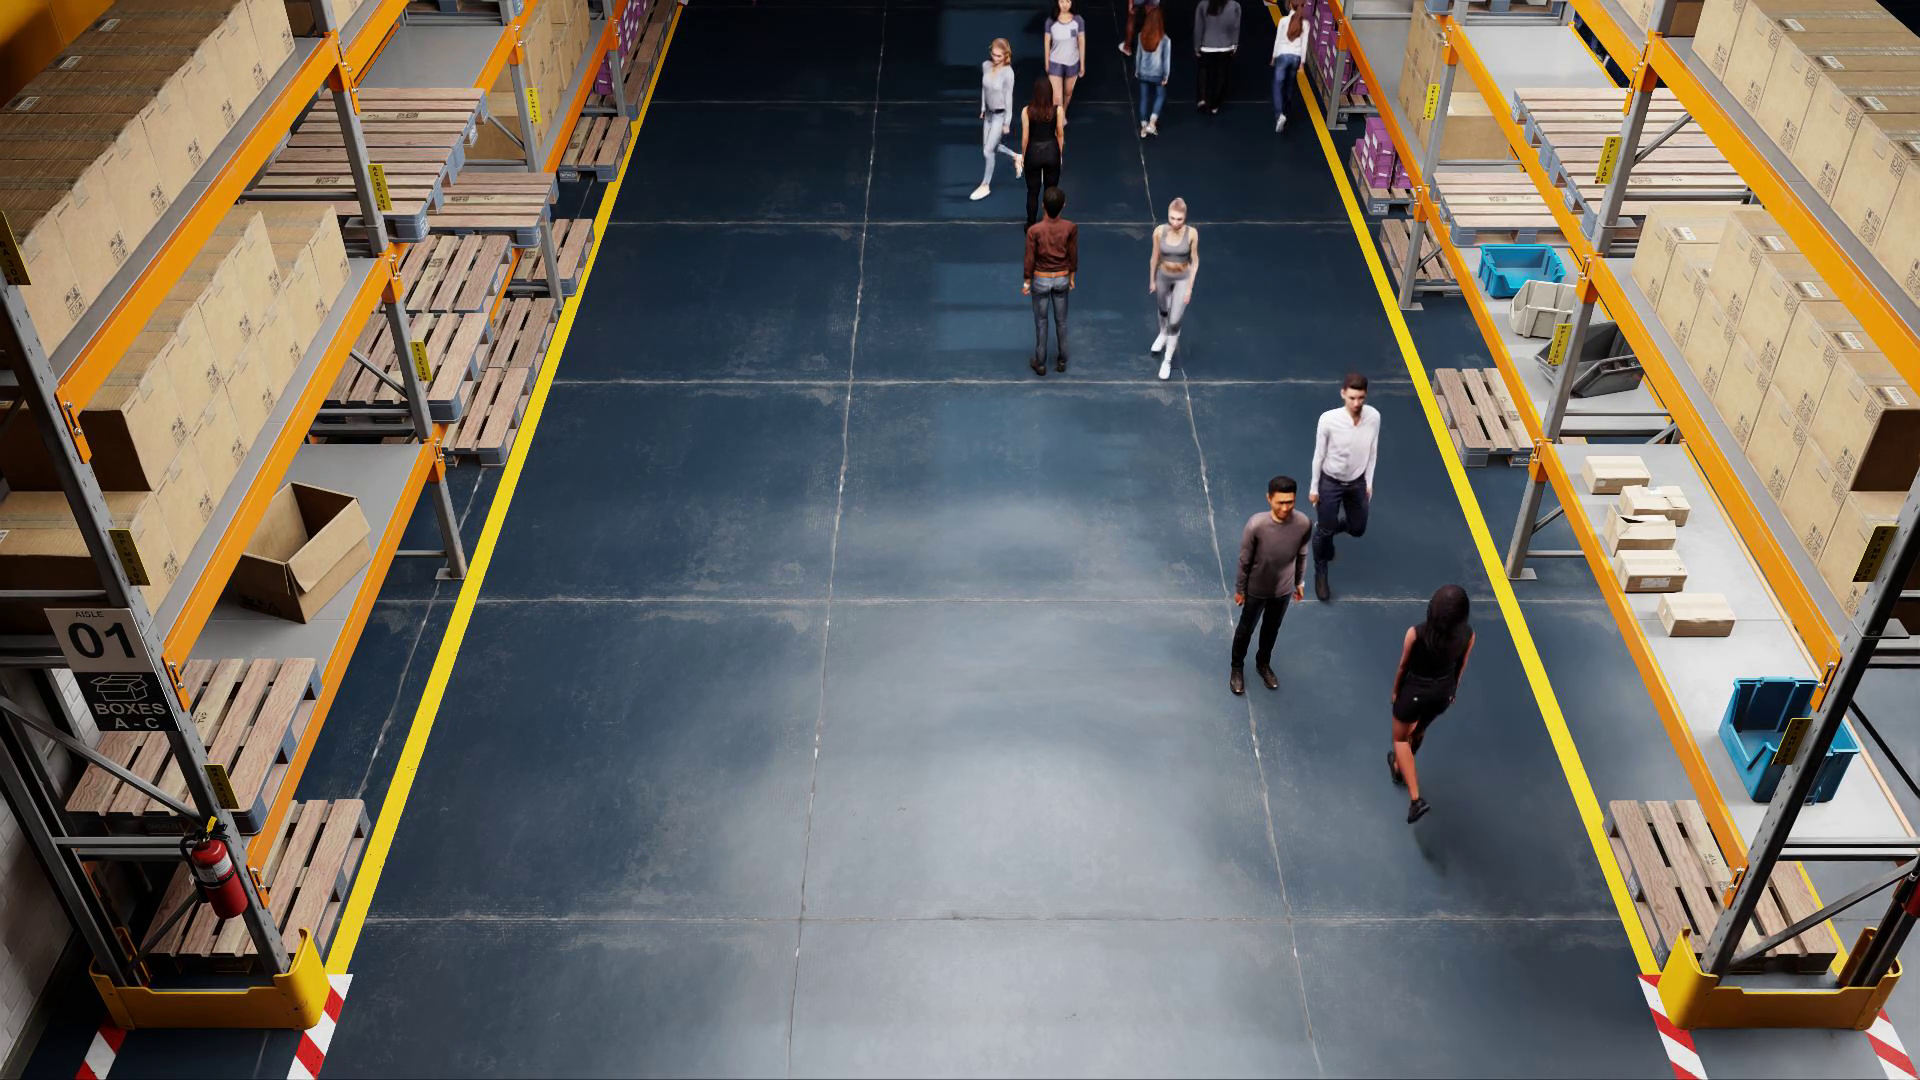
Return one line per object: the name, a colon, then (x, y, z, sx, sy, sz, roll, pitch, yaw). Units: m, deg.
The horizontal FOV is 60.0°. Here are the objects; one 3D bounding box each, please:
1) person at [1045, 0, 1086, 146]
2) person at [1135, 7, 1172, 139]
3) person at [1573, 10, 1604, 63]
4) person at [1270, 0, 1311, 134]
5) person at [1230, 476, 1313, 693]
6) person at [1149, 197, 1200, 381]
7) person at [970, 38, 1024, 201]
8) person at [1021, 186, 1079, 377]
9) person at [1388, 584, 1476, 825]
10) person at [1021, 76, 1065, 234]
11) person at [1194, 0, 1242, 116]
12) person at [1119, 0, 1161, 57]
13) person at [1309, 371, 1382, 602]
person: (1.162, -5.291, 18.418, 0.665, 1.656, 1.134, -3, 39, -4)
person: (2.091, -5.122, 18.357, 0.654, 1.468, 0.674, 15, 41, 18)
person: (7.559, -6.609, 20.117, 0.828, 1.596, 0.906, -23, 44, -26)
person: (3.658, -5.313, 18.542, 0.499, 1.536, 0.997, 1, 39, 1)
person: (2.107, 0.295, 11.335, 0.557, 1.767, 0.664, 0, 39, 0)
person: (1.902, -2.294, 14.670, 0.759, 1.650, 1.068, 13, 40, 16)
person: (0.448, -4.368, 17.182, 1.033, 1.756, 1.011, -24, 44, -27)
person: (0.797, -2.248, 14.507, 0.681, 1.781, 0.587, -7, 39, -9)
person: (2.947, 1.043, 10.439, 0.678, 1.715, 1.046, -5, 39, -7)
person: (0.815, -3.799, 16.523, 0.591, 1.689, 0.561, -2, 39, -3)
person: (2.891, -5.567, 18.823, 0.721, 1.583, 0.717, 7, 39, 9)
person: (2.229, -6.370, 19.759, 0.881, 1.668, 1.303, -12, 40, -14)
person: (2.785, -0.475, 12.232, 0.689, 1.849, 0.890, -4, 39, -5)
